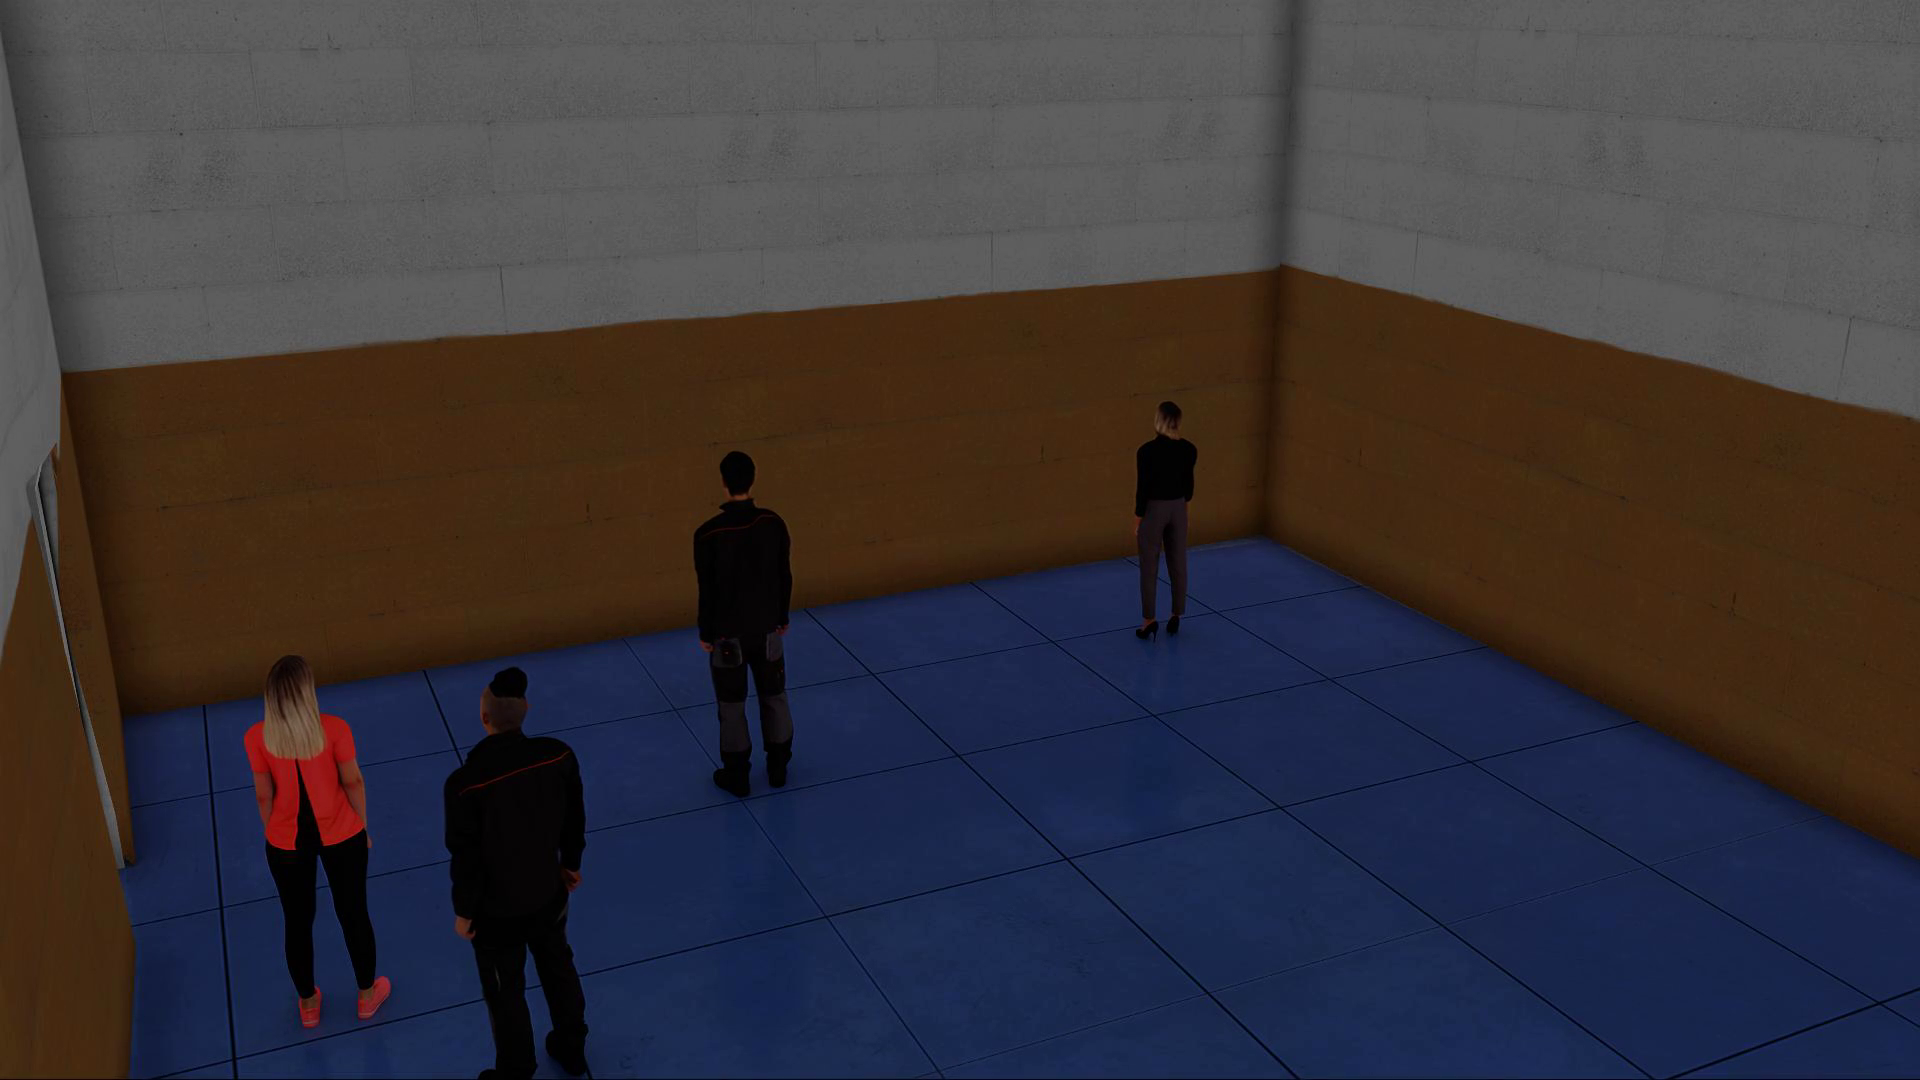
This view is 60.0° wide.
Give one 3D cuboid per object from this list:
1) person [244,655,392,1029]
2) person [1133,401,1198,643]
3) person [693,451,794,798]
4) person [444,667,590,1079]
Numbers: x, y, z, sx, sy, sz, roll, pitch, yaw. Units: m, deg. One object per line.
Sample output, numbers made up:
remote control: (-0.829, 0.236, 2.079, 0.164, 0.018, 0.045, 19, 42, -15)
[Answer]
person: (-2.745, 1.278, 7.079, 0.539, 1.694, 0.698, -4, 19, -11)
person: (1.382, -0.125, 11.277, 0.469, 1.672, 0.660, -7, 20, -20)
person: (-1.181, 0.455, 9.129, 0.532, 1.945, 0.767, -10, 21, -27)
person: (-1.745, 1.351, 6.566, 0.913, 1.862, 0.728, 16, 24, 39)
